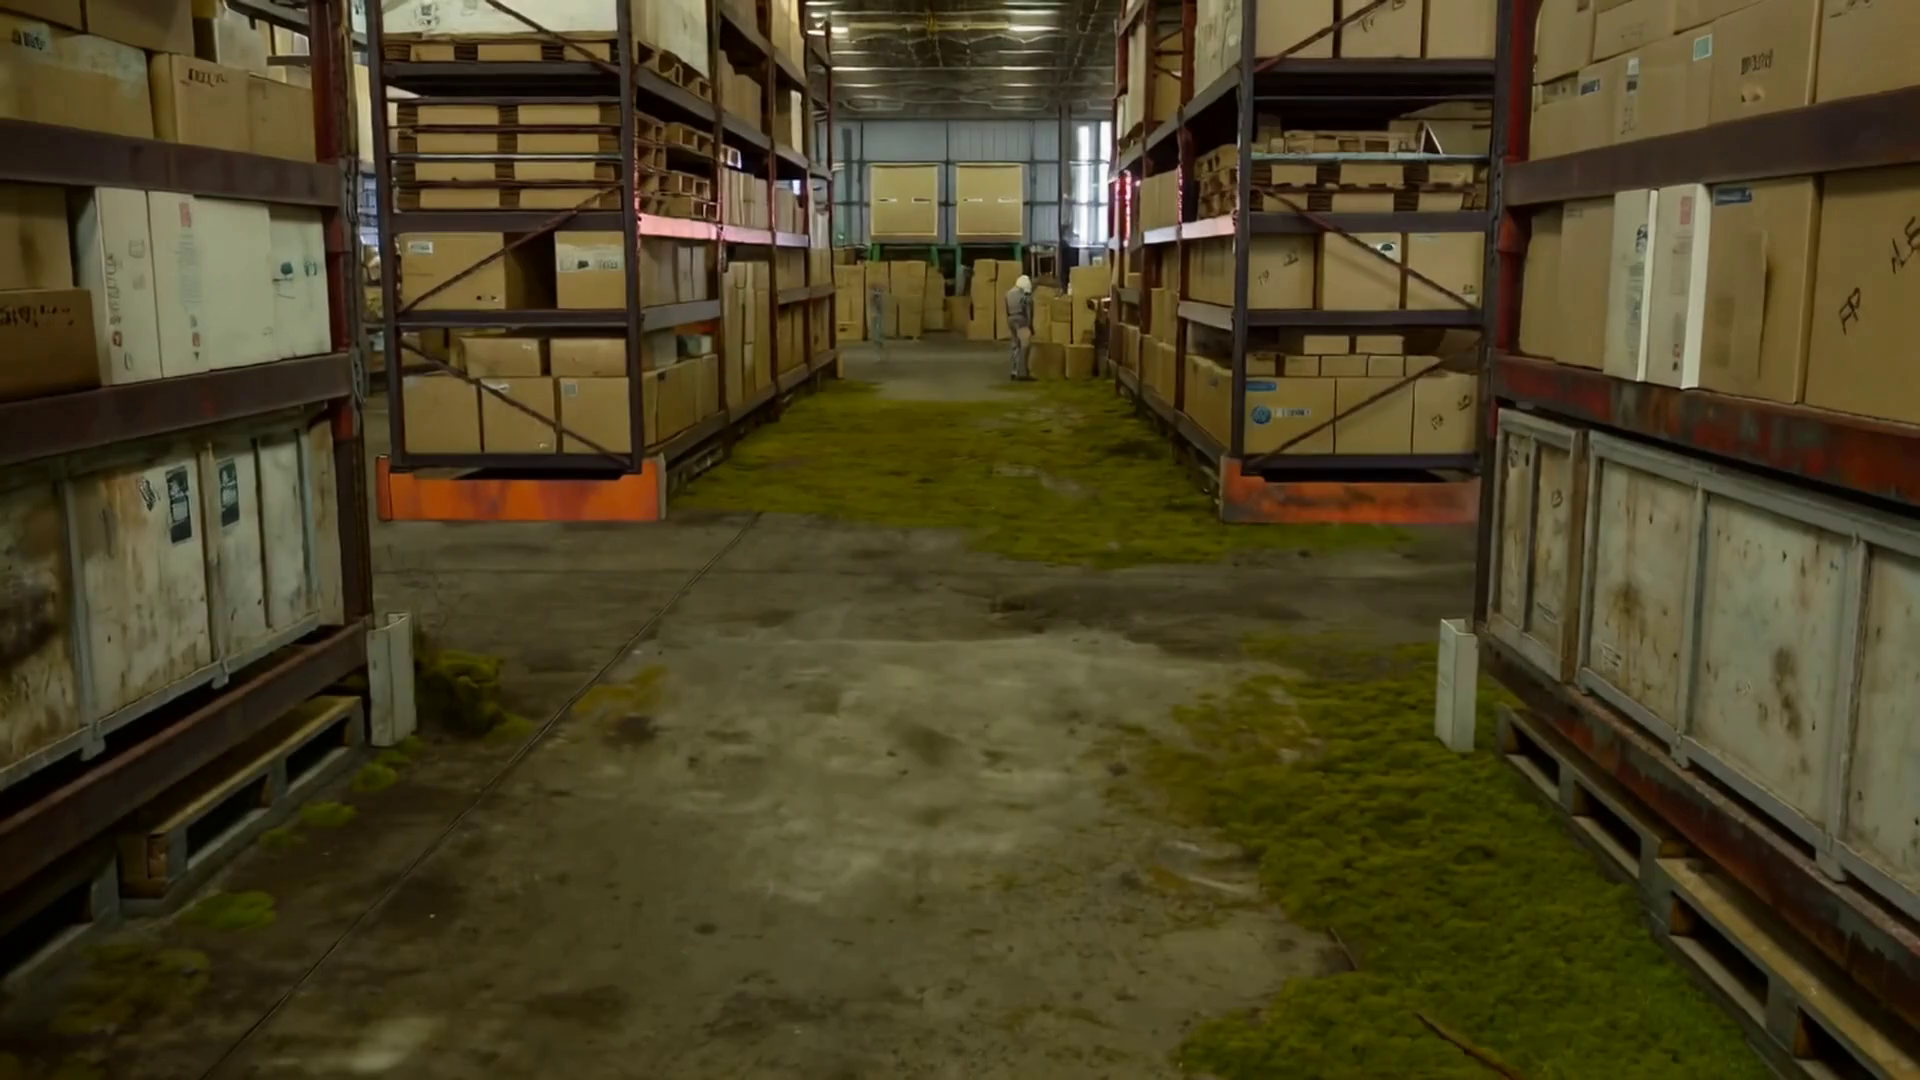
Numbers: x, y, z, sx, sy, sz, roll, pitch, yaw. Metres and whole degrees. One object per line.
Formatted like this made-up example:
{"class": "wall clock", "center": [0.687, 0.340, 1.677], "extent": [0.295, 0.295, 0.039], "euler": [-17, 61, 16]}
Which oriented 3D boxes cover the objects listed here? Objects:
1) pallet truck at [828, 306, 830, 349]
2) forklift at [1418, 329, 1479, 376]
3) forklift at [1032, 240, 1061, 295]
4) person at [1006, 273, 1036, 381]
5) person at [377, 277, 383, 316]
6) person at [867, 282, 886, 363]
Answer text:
{"class": "pallet truck", "center": [-3.100, -3.940, 29.800], "extent": [1.885, 1.965, 0.823], "euler": [3, 10, 19]}
{"class": "forklift", "center": [6.686, -3.356, 23.667], "extent": [1.873, 2.768, 1.129], "euler": [0, 9, 1]}
{"class": "forklift", "center": [3.172, -9.648, 61.356], "extent": [1.129, 2.768, 1.873], "euler": [0, 9, 1]}
{"class": "person", "center": [1.062, -3.645, 28.527], "extent": [0.430, 1.835, 0.625], "euler": [-7, 12, -35]}
{"class": "person", "center": [-19.725, -8.454, 57.210], "extent": [0.615, 1.868, 1.005], "euler": [-7, 12, -36]}
{"class": "person", "center": [-1.670, -4.345, 33.346], "extent": [0.382, 1.621, 0.535], "euler": [-2, 10, -13]}
